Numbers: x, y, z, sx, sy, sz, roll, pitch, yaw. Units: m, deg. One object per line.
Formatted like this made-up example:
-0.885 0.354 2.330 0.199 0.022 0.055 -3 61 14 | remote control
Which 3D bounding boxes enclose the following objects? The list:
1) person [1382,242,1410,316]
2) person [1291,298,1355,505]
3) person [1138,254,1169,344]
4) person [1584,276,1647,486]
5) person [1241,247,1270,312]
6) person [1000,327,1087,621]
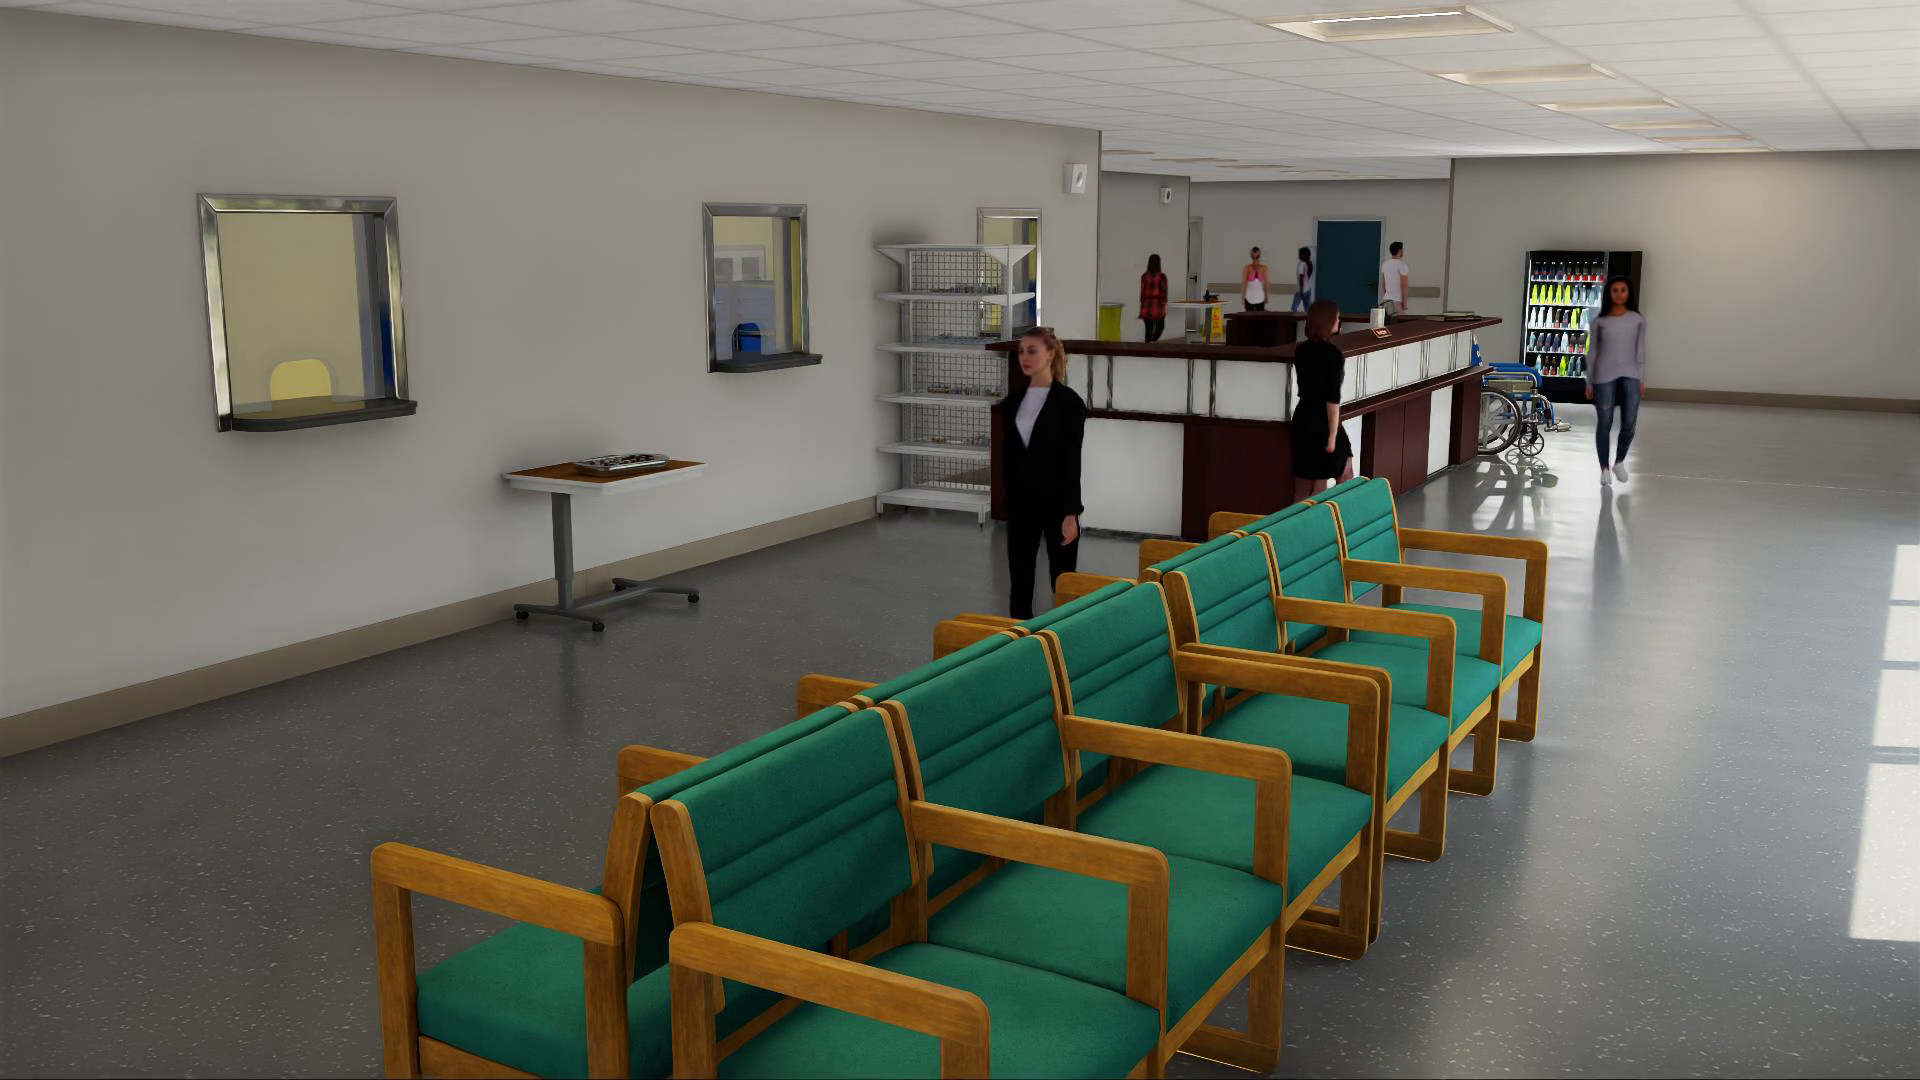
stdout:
6.859 -3.763 26.289 0.835 1.887 0.723 -6 12 -28 | person
2.176 -0.654 10.423 0.753 1.694 0.662 -7 13 -32 | person
2.981 -3.607 25.999 0.712 1.688 0.693 5 12 27 | person
5.450 -1.324 13.867 0.616 1.725 0.766 3 11 14 | person
4.925 -3.971 27.701 1.064 1.769 1.000 0 11 -1 | person
0.425 -0.063 7.552 0.903 1.603 0.667 7 13 32 | person
